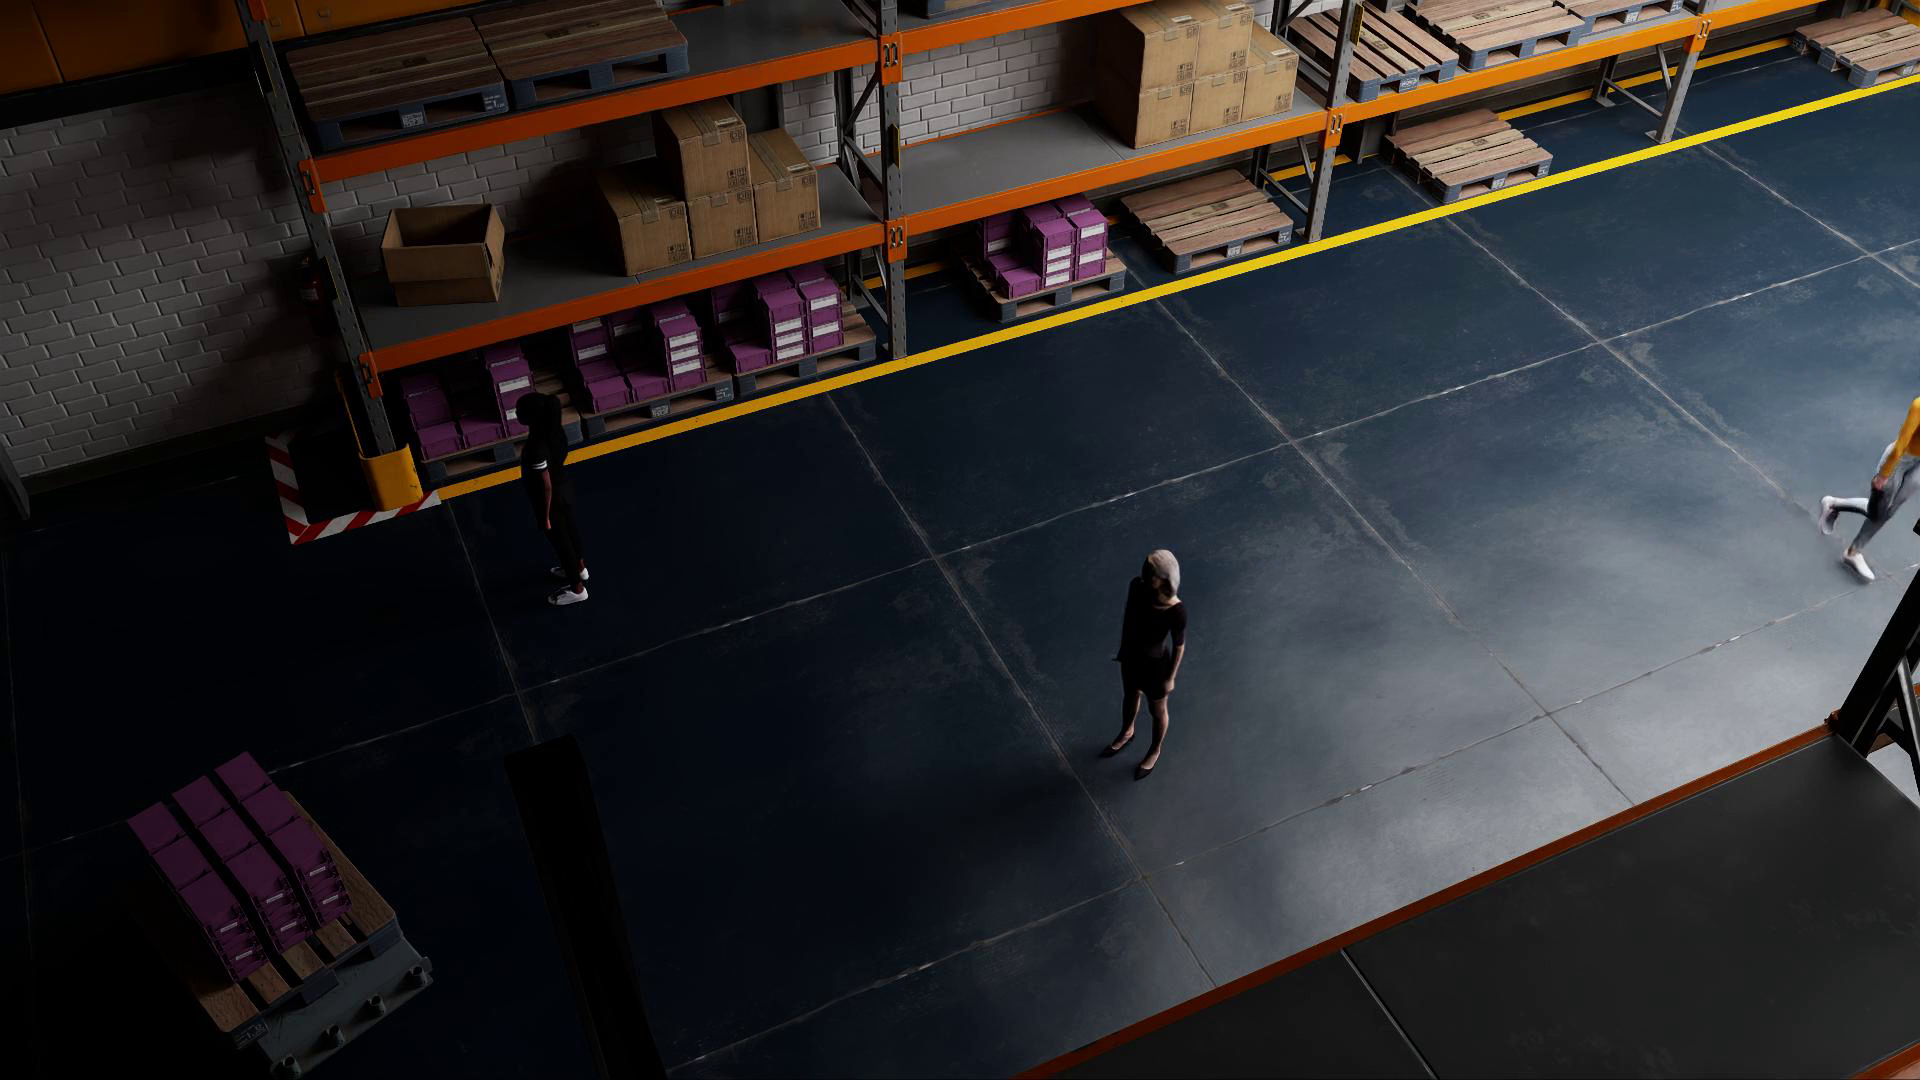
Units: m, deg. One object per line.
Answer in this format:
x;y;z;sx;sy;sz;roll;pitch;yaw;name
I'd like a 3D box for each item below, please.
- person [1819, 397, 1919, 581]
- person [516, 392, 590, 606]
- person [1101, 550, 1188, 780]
6.317;-0.546;11.268;0.821;1.722;0.739;-11;45;-11;person
-2.697;-0.289;10.993;0.700;1.729;0.692;-2;44;-3;person
1.120;0.714;9.866;0.595;1.831;0.627;-33;53;-30;person
